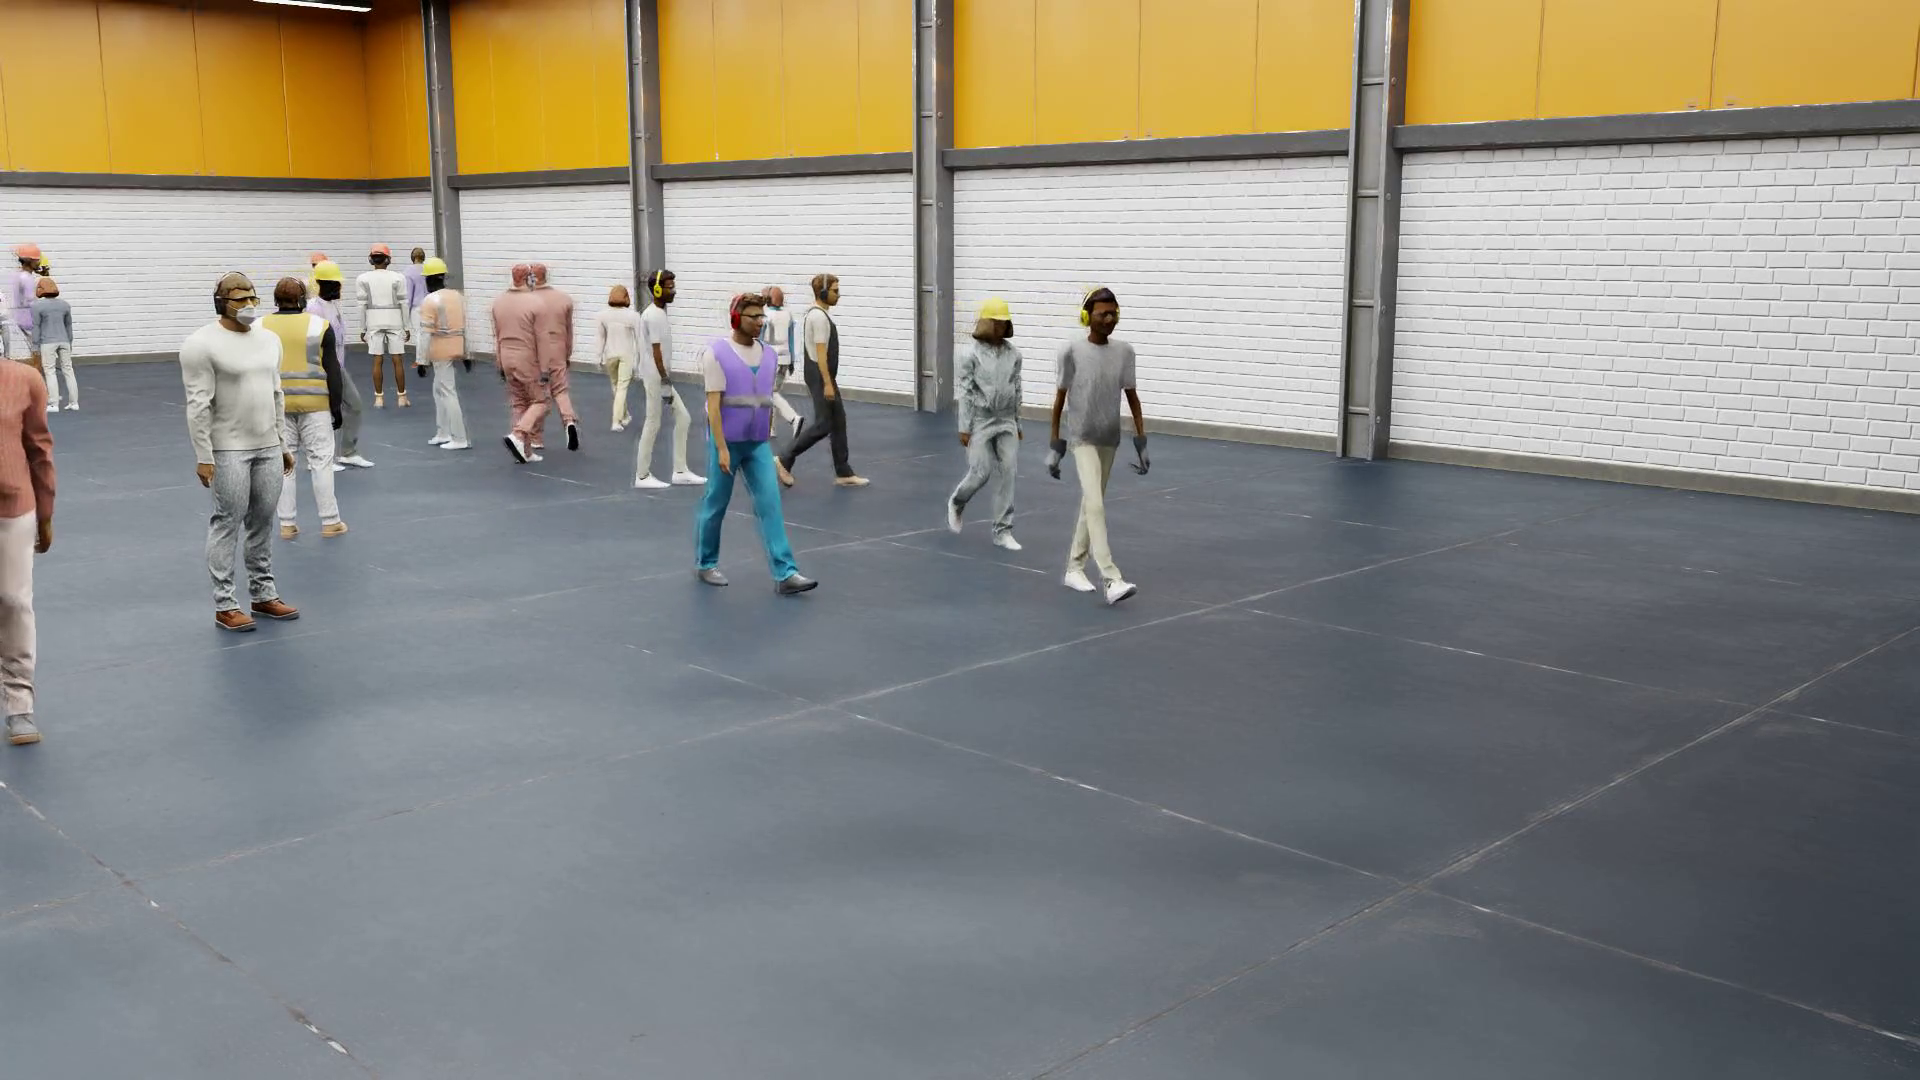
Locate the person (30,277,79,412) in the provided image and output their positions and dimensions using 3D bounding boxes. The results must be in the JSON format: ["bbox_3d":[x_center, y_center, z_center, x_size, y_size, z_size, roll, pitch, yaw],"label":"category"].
[{"bbox_3d":[-11.006,-2.367,20.195,0.287,1.625,0.496,6,12,28],"label":"person"}]

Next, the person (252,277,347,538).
[{"bbox_3d":[-4.670,-0.928,11.746,0.623,1.845,0.430,-1,10,-6],"label":"person"}]

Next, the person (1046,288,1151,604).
[{"bbox_3d":[0.849,-0.538,9.683,0.555,1.813,0.946,-5,12,-25],"label":"person"}]

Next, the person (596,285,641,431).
[{"bbox_3d":[-3.721,-2.002,18.298,0.519,1.584,0.875,1,10,5],"label":"person"}]

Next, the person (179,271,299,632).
[{"bbox_3d":[-3.906,-0.484,9.061,0.352,1.937,0.635,5,11,24],"label":"person"}]

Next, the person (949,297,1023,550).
[{"bbox_3d":[0.180,-0.803,11.403,0.488,1.728,0.593,-6,12,-30],"label":"person"}]

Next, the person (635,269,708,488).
[{"bbox_3d":[-2.435,-1.343,14.006,0.742,1.842,0.555,0,10,-1],"label":"person"}]

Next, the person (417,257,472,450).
[{"bbox_3d":[-5.221,-1.846,16.563,0.692,1.904,0.628,3,11,16],"label":"person"}]

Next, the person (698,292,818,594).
[{"bbox_3d":[-1.285,-0.571,9.926,0.964,1.794,0.594,10,14,43],"label":"person"}]

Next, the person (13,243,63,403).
[{"bbox_3d":[-11.722,-2.723,21.014,0.456,2.030,0.646,-9,14,-40],"label":"person"}]

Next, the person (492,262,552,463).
[{"bbox_3d":[-4.064,-1.618,15.400,0.651,1.892,0.557,5,12,27],"label":"person"}]

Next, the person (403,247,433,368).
[{"bbox_3d":[-8.666,-3.731,26.766,0.371,1.941,0.627,8,13,38],"label":"person"}]

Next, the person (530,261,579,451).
[{"bbox_3d":[-4.090,-1.807,16.438,0.633,1.881,0.820,-6,12,-28],"label":"person"}]

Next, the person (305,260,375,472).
[{"bbox_3d":[-5.595,-1.554,14.983,0.661,1.902,0.608,0,10,0],"label":"person"}]

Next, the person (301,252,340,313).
[{"bbox_3d":[-9.260,-3.215,24.095,0.559,1.895,0.976,-2,11,-13],"label":"person"}]

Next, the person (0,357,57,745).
[{"bbox_3d":[-4.189,-0.140,7.087,0.625,1.976,0.752,-7,12,-33],"label":"person"}]

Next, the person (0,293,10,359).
[{"bbox_3d":[-10.151,-1.962,17.233,0.612,1.901,0.516,-9,14,-40],"label":"person"}]

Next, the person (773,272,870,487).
[{"bbox_3d":[-1.182,-1.326,13.965,0.779,1.824,0.543,1,10,3],"label":"person"}]

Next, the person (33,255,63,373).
[{"bbox_3d":[-14.201,-3.498,25.807,0.403,1.828,0.608,-7,13,-35],"label":"person"}]

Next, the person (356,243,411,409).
[{"bbox_3d":[-7.110,-2.638,20.551,0.605,2.033,0.391,-3,11,-15],"label":"person"}]

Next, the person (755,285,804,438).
[{"bbox_3d":[-1.899,-1.850,17.374,0.698,1.617,0.520,8,13,37],"label":"person"}]
